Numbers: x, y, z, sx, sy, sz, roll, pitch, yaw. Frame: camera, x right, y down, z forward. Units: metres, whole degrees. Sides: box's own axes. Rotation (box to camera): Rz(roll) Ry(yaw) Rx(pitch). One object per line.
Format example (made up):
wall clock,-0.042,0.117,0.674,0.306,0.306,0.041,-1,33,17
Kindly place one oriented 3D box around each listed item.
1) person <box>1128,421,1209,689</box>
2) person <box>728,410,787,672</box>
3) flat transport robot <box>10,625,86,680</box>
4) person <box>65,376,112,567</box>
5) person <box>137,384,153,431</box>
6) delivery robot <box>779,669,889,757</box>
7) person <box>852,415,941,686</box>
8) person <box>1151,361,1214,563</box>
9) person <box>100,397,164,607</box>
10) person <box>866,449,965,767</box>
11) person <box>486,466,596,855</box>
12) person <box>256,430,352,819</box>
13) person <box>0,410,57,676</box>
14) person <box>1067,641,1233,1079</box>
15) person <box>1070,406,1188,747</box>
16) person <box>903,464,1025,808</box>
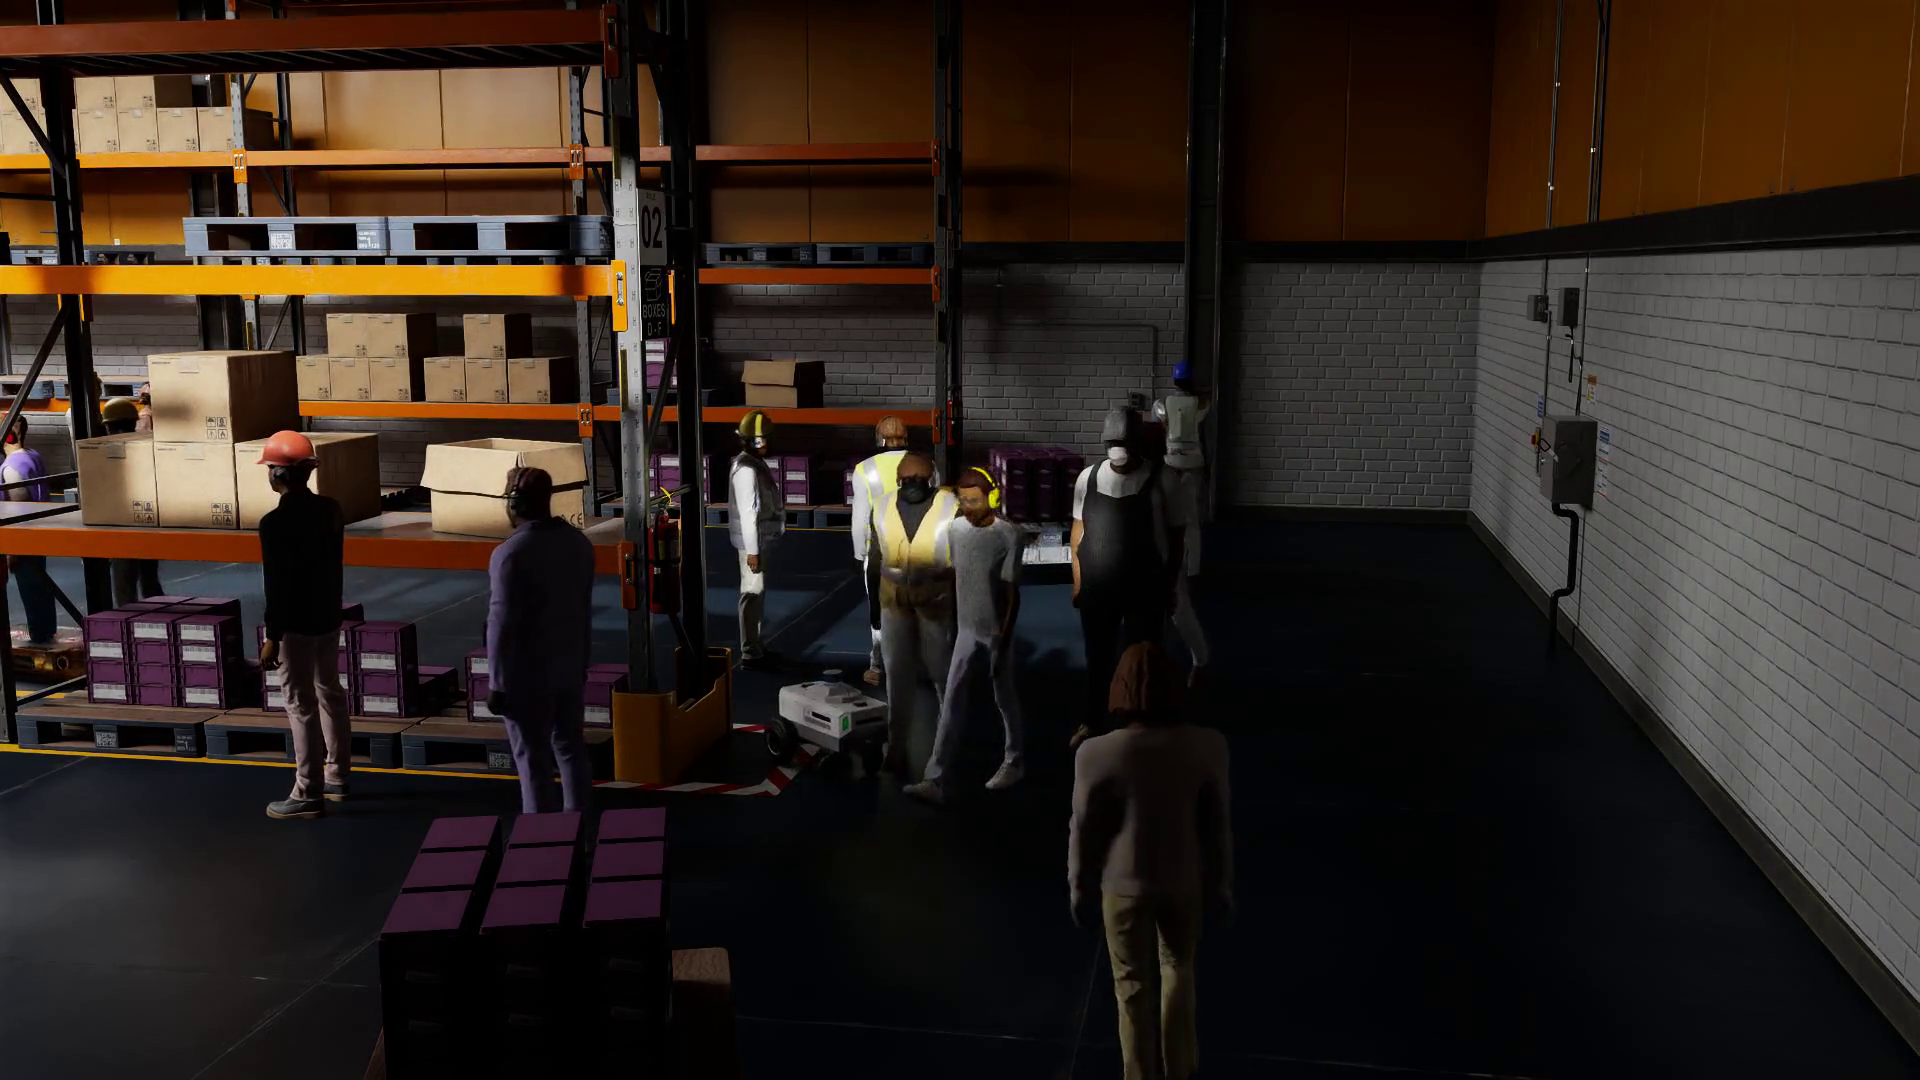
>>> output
person,1.350,0.130,10.909,0.617,1.856,0.935,8,12,41
person,-1.421,0.005,11.701,0.404,1.829,0.602,0,9,-2
flat transport robot,-6.434,0.779,11.726,1.431,0.197,0.652,3,10,19
person,-8.261,-0.667,15.833,0.345,1.845,0.508,-1,9,-5
person,-8.413,-0.808,17.347,0.310,1.636,0.523,-3,10,-21
delivery robot,-0.711,0.973,9.357,0.477,0.478,0.707,-7,12,-38
person,-0.446,0.072,11.261,0.626,1.842,0.429,-4,10,-21
person,2.126,-0.739,15.956,0.605,1.949,0.402,2,9,10
person,-5.863,-0.045,11.761,0.410,1.913,0.625,4,10,21
person,-0.207,0.362,9.560,0.670,1.814,0.659,2,9,15
person,-1.982,0.600,7.807,0.399,1.901,0.645,4,10,25
person,-3.380,0.431,8.550,0.376,1.995,0.609,2,9,11
person,-6.489,0.017,11.575,0.395,1.847,0.564,-3,10,-17
person,0.611,1.123,5.390,0.535,1.617,0.356,-1,9,-7
person,0.934,0.234,9.633,0.688,2.000,0.536,4,10,24
person,0.077,0.501,8.694,0.538,1.806,0.987,6,11,32
